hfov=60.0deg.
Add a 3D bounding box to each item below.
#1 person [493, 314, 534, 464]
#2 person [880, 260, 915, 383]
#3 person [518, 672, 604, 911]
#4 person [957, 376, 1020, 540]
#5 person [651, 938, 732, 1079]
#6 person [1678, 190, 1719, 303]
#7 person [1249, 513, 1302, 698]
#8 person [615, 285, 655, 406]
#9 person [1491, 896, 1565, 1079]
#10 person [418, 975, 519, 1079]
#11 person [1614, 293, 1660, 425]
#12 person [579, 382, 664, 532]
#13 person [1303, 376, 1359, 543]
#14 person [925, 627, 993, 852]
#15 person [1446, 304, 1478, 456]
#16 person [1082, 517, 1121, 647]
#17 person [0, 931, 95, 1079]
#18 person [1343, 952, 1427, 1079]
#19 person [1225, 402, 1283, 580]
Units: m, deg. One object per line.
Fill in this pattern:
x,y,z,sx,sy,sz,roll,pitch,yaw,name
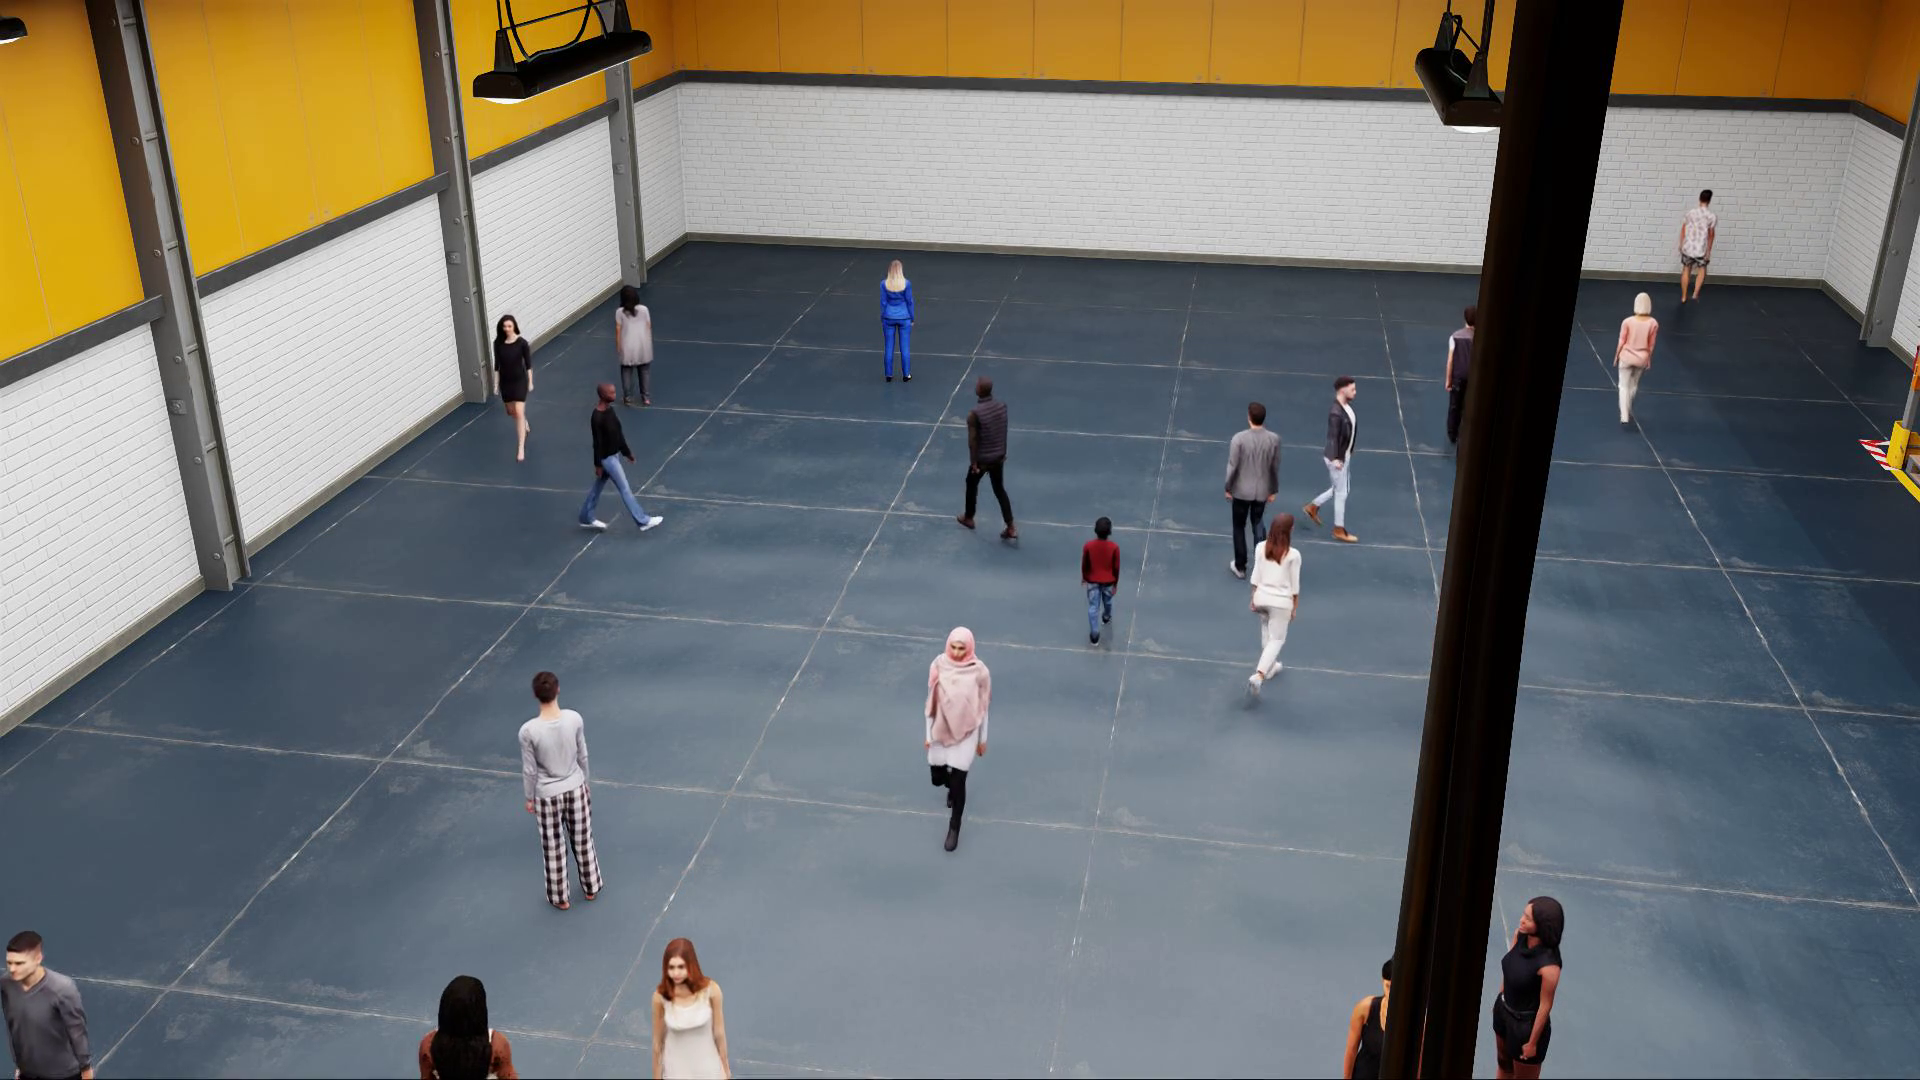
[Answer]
-5.397,-1.876,20.211,0.629,1.769,1.092,3,24,6,person
-0.868,-3.018,22.909,0.631,1.701,0.567,2,24,4,person
-2.829,1.774,11.768,0.702,1.845,0.746,-13,27,-28,person
0.364,-0.845,17.818,1.177,1.797,1.249,-15,28,-31,person
-1.492,2.905,9.361,0.625,1.701,0.622,0,24,-1,person
11.735,-4.670,26.561,0.790,1.803,0.783,15,28,30,person
2.756,0.582,14.719,0.877,1.666,1.115,15,28,31,person
-4.294,-2.574,22.017,0.757,1.603,0.797,-8,25,-18,person
3.237,2.789,9.576,0.723,1.740,0.575,-4,24,-9,person
-2.574,3.128,8.728,0.699,1.798,0.698,1,24,1,person
8.602,-2.284,21.227,0.596,1.705,0.935,3,24,8,person
-3.895,-0.870,18.004,0.762,1.693,1.139,1,24,2,person
4.016,-0.889,17.884,0.868,1.825,0.909,10,26,22,person
-0.029,1.446,12.585,0.636,1.791,0.857,4,24,8,person
6.170,-1.921,20.250,0.798,1.821,1.172,8,25,19,person
1.320,0.405,15.673,0.578,1.225,0.869,1,24,2,person
-5.043,2.895,9.321,0.630,1.751,0.879,5,24,10,person
2.333,2.998,9.197,0.567,1.660,0.492,4,24,9,person
2.977,-0.462,16.866,0.804,1.857,0.814,-4,24,-10,person
